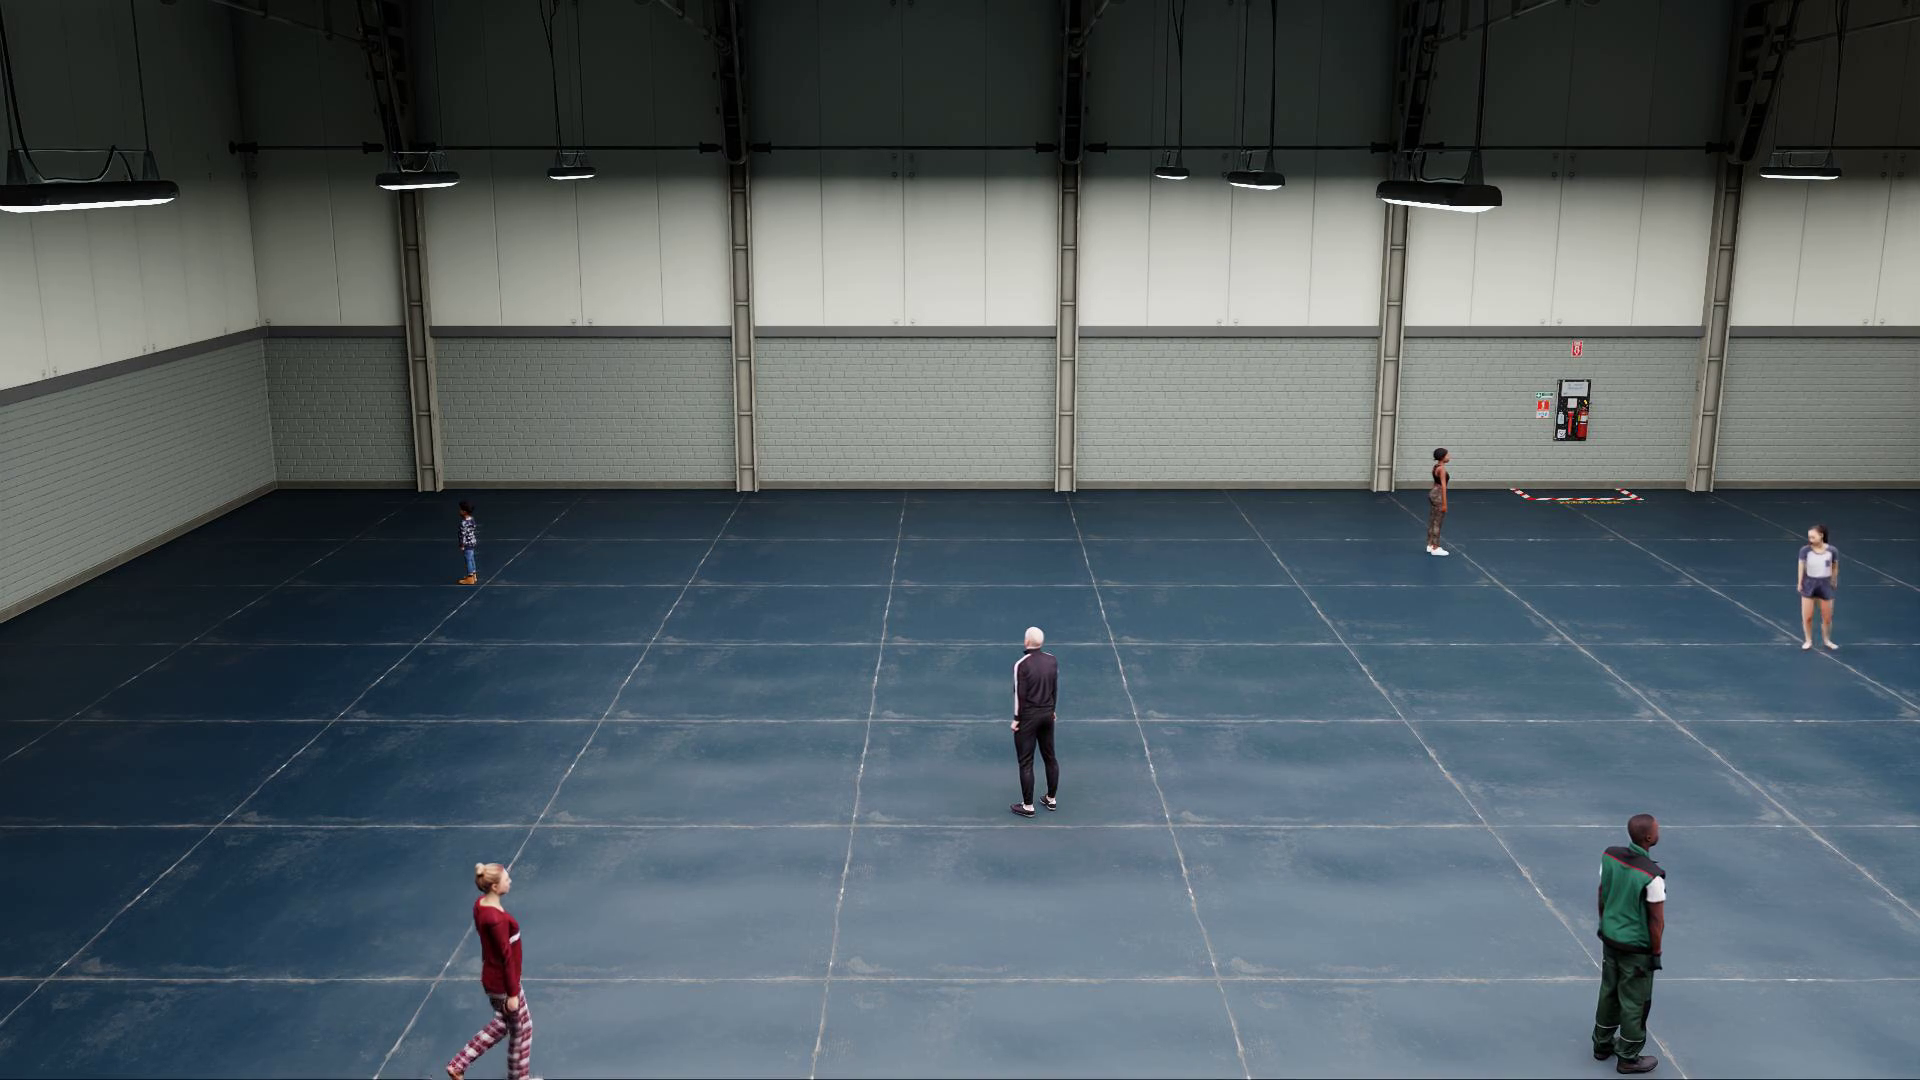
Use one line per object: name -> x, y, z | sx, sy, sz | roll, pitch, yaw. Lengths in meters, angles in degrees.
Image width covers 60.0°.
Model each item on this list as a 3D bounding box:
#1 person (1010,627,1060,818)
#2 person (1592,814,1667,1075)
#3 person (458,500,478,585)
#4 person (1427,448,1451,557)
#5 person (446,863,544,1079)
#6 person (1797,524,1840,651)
person -> 0.723, 1.721, 15.851 | 0.722, 1.836, 0.826 | -9, 16, -33
person -> 4.599, 2.745, 11.423 | 0.751, 1.839, 0.776 | -6, 14, -24
person -> -7.257, 0.019, 24.498 | 0.508, 1.251, 0.495 | 1, 13, 3
person -> 7.560, -0.625, 26.285 | 0.519, 1.700, 0.567 | 0, 13, -1
person -> -3.096, 2.928, 10.987 | 0.976, 1.679, 0.865 | -8, 15, -30
person -> 10.910, 0.609, 21.115 | 0.682, 1.628, 0.861 | 2, 13, 7
